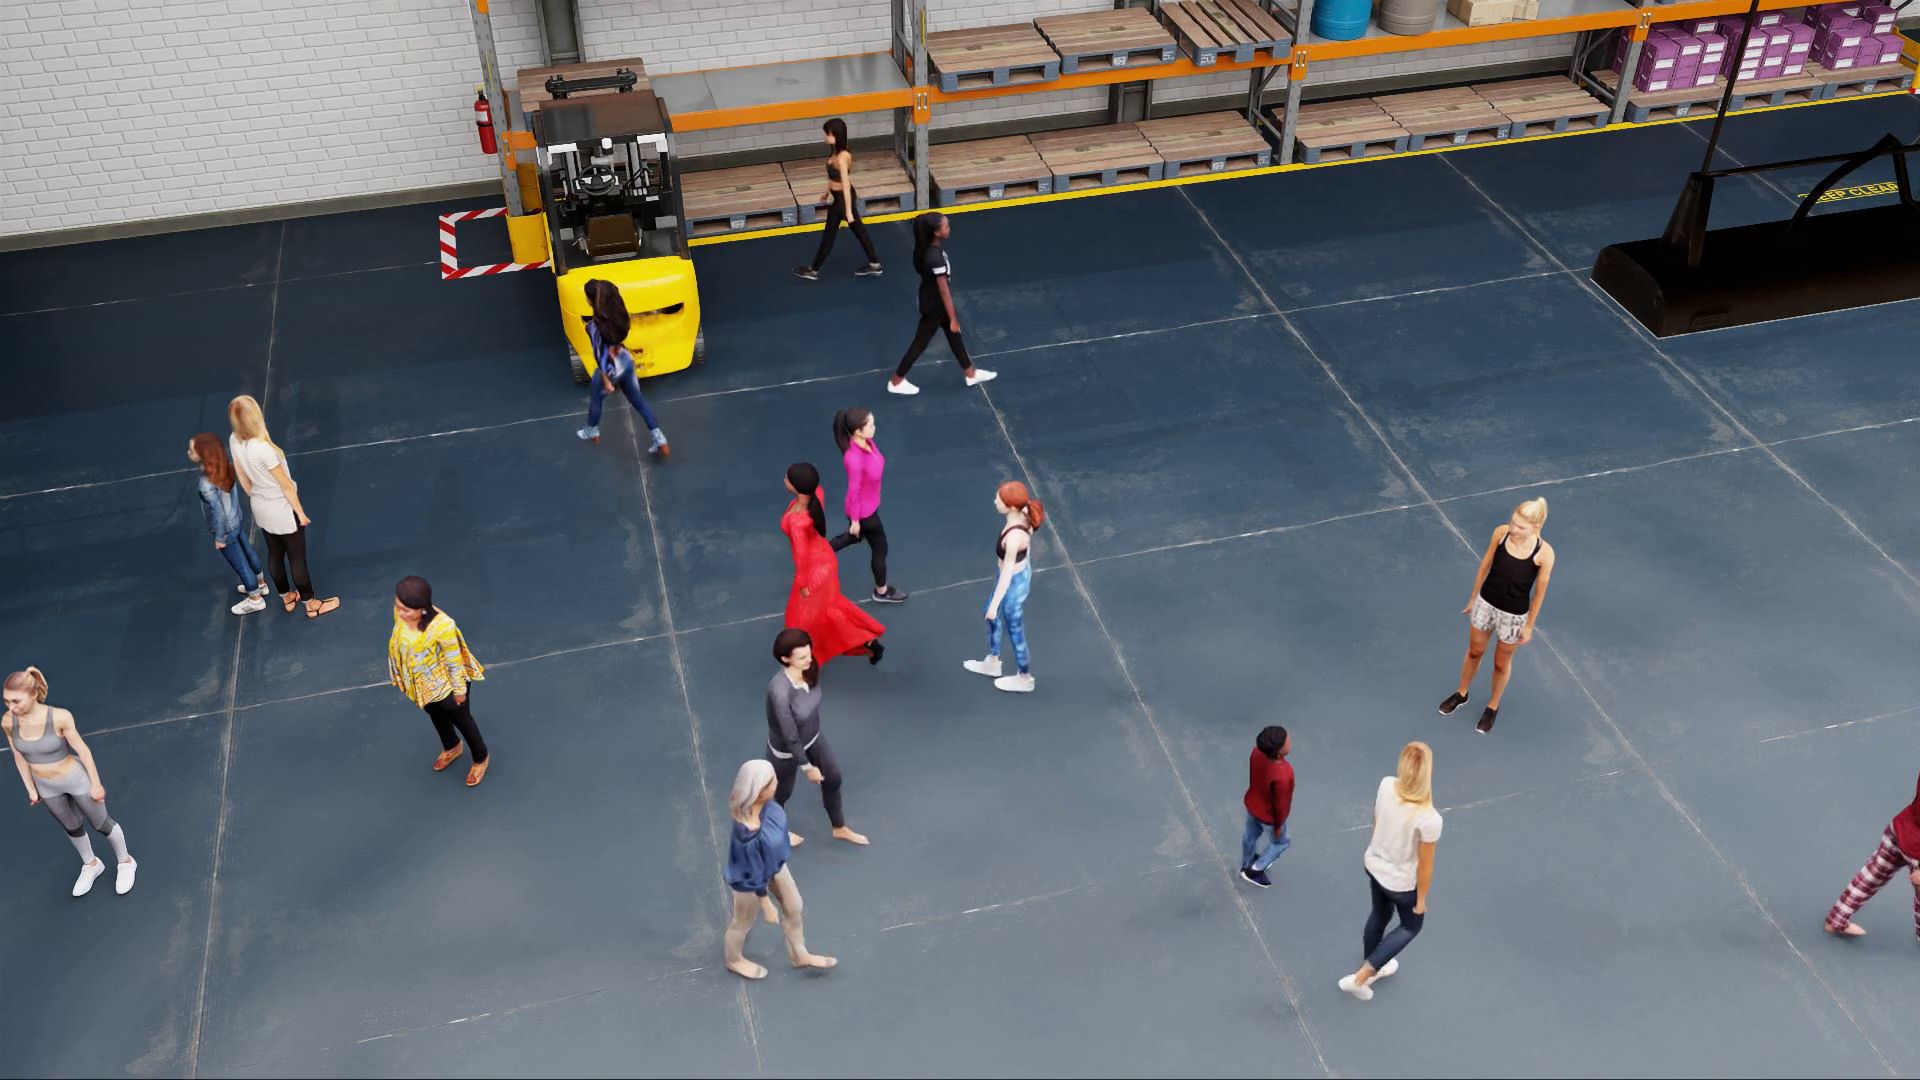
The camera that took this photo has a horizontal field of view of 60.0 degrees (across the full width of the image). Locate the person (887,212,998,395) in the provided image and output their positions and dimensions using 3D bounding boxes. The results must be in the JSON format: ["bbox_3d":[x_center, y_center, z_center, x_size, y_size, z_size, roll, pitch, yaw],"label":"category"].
[{"bbox_3d":[-0.289,-1.905,13.800,1.204,1.678,0.704,-6,39,-8],"label":"person"}]

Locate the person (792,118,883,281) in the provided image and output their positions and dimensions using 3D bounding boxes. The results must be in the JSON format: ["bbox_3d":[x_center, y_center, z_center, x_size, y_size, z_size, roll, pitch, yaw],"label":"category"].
[{"bbox_3d":[-0.996,-3.129,15.393,1.112,1.602,0.692,-2,39,-3],"label":"person"}]

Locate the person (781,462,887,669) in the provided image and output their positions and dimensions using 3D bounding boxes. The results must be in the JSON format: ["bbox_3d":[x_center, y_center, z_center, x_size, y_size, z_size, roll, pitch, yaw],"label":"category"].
[{"bbox_3d":[-0.890,0.228,11.075,1.085,1.755,0.943,12,40,14],"label":"person"}]

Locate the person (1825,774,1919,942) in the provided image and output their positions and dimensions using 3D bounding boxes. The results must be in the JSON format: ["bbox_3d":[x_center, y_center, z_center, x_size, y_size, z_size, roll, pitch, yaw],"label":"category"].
[{"bbox_3d":[5.291,1.672,9.326,1.075,1.672,0.864,3,39,4],"label":"person"}]

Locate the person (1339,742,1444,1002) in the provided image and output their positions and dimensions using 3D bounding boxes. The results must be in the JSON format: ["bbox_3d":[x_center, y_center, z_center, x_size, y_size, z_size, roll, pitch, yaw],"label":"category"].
[{"bbox_3d":[2.272,1.850,9.014,0.816,1.783,0.728,-19,42,-22],"label":"person"}]

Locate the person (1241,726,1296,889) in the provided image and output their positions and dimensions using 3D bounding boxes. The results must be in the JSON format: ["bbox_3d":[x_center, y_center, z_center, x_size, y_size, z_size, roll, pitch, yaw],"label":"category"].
[{"bbox_3d":[1.753,1.582,9.776,0.532,1.251,0.542,-15,41,-18],"label":"person"}]

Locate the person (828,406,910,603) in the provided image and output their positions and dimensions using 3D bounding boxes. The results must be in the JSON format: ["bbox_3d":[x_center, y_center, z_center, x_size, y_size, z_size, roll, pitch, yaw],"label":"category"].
[{"bbox_3d":[-0.779,-0.233,11.718,1.094,1.675,0.755,1,39,1],"label":"person"}]

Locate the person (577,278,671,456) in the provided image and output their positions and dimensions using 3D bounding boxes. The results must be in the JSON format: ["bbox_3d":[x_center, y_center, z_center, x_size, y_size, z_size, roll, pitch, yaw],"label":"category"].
[{"bbox_3d":[-2.654,-1.332,13.163,1.139,1.579,1.042,15,41,18],"label":"person"}]

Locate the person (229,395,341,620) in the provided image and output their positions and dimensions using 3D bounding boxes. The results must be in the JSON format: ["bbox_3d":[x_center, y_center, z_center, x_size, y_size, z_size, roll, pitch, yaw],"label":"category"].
[{"bbox_3d":[-4.770,-0.218,11.569,0.672,1.827,0.749,17,42,20],"label":"person"}]

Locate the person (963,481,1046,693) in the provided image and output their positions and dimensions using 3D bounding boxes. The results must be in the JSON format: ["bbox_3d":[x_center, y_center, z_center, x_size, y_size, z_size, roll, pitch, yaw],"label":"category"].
[{"bbox_3d":[0.422,0.342,10.917,0.889,1.776,0.782,7,39,9],"label":"person"}]

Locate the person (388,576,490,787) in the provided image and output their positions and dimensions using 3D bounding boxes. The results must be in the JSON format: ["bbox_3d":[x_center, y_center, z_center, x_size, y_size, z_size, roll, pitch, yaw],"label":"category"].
[{"bbox_3d":[-3.243,0.853,10.369,0.884,1.650,0.944,20,43,23],"label":"person"}]

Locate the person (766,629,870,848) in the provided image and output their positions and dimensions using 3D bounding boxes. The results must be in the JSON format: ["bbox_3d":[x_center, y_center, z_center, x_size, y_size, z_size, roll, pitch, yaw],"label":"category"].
[{"bbox_3d":[-1.060,1.188,9.876,0.992,1.743,0.912,17,42,20],"label":"person"}]

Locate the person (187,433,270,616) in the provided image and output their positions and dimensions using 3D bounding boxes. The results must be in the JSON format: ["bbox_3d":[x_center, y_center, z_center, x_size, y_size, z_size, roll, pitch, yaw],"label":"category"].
[{"bbox_3d":[-5.170,-0.129,11.737,0.532,1.478,0.594,-5,39,-6],"label":"person"}]

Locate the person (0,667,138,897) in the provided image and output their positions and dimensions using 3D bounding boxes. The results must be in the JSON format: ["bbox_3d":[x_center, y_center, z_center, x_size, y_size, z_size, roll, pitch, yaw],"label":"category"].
[{"bbox_3d":[-5.177,1.403,9.639,0.513,1.702,0.669,-2,39,-2],"label":"person"}]

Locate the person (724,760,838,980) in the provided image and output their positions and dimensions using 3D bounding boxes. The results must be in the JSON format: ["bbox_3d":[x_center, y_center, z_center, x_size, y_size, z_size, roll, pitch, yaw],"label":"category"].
[{"bbox_3d":[-1.205,1.828,9.138,0.991,1.674,0.852,7,39,8],"label":"person"}]

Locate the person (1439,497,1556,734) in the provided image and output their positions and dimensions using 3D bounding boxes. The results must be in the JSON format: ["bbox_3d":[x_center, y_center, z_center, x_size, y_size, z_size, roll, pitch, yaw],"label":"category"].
[{"bbox_3d":[3.506,0.438,10.729,0.695,1.849,0.708,29,47,32],"label":"person"}]
